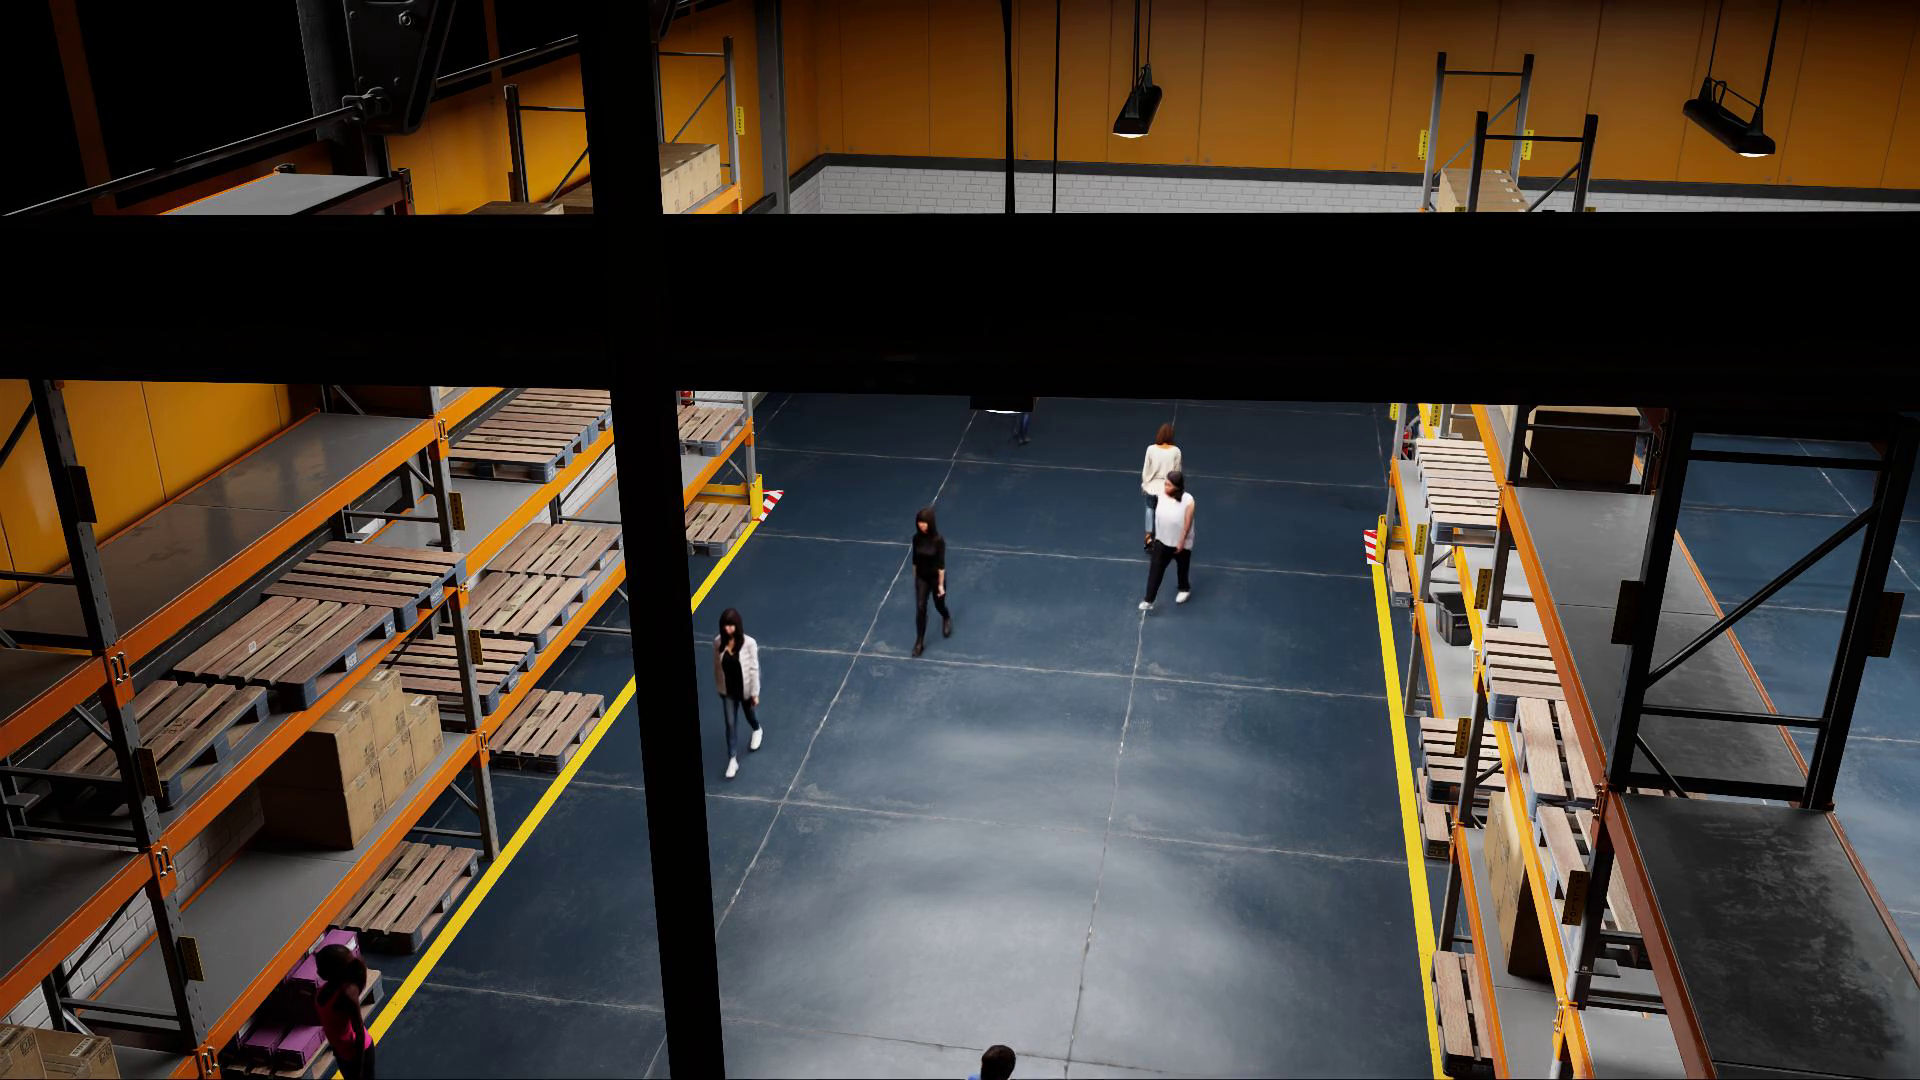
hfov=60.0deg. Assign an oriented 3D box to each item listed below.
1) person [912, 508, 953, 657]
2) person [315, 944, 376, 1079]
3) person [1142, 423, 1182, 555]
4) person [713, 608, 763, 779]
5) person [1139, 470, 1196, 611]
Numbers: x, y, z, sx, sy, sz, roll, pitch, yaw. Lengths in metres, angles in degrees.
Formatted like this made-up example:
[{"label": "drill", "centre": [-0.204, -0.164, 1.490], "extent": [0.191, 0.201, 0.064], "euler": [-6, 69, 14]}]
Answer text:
[{"label": "person", "centre": [-0.279, 0.405, 17.993], "extent": [0.690, 1.614, 1.066], "euler": [8, 25, 18]}, {"label": "person", "centre": [-4.027, 3.381, 11.047], "extent": [0.715, 1.726, 0.662], "euler": [-18, 29, -35]}, {"label": "person", "centre": [2.440, -0.580, 20.190], "extent": [0.626, 1.661, 0.622], "euler": [4, 24, 9]}, {"label": "person", "centre": [-2.071, 1.372, 15.782], "extent": [0.652, 1.614, 1.048], "euler": [2, 24, 5]}, {"label": "person", "centre": [2.471, -0.009, 18.898], "extent": [0.965, 1.648, 1.174], "euler": [17, 29, 33]}]
